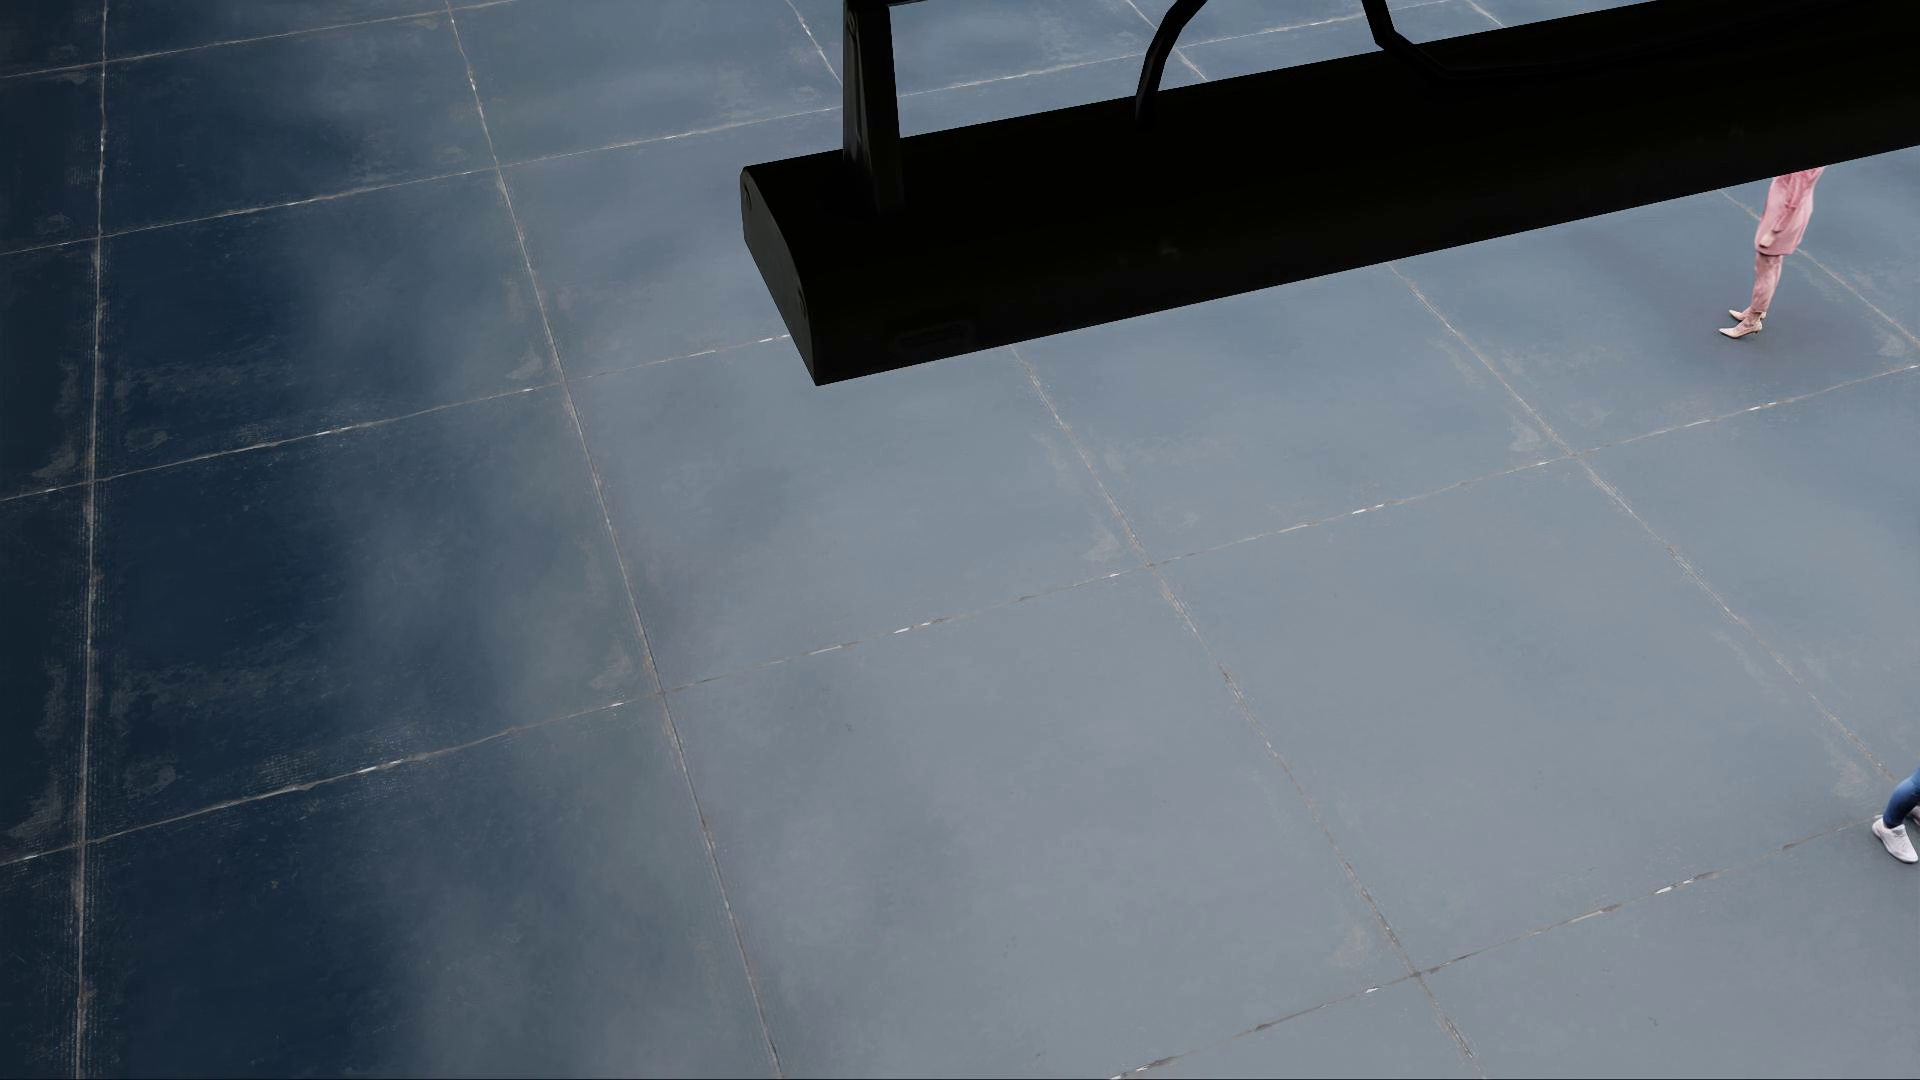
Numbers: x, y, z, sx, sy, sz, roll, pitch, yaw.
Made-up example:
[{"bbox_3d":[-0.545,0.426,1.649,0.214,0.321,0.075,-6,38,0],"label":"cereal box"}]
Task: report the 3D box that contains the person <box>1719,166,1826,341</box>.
[{"bbox_3d":[5.520,-2.136,11.118,0.702,1.802,0.694,28,50,27],"label":"person"}]
